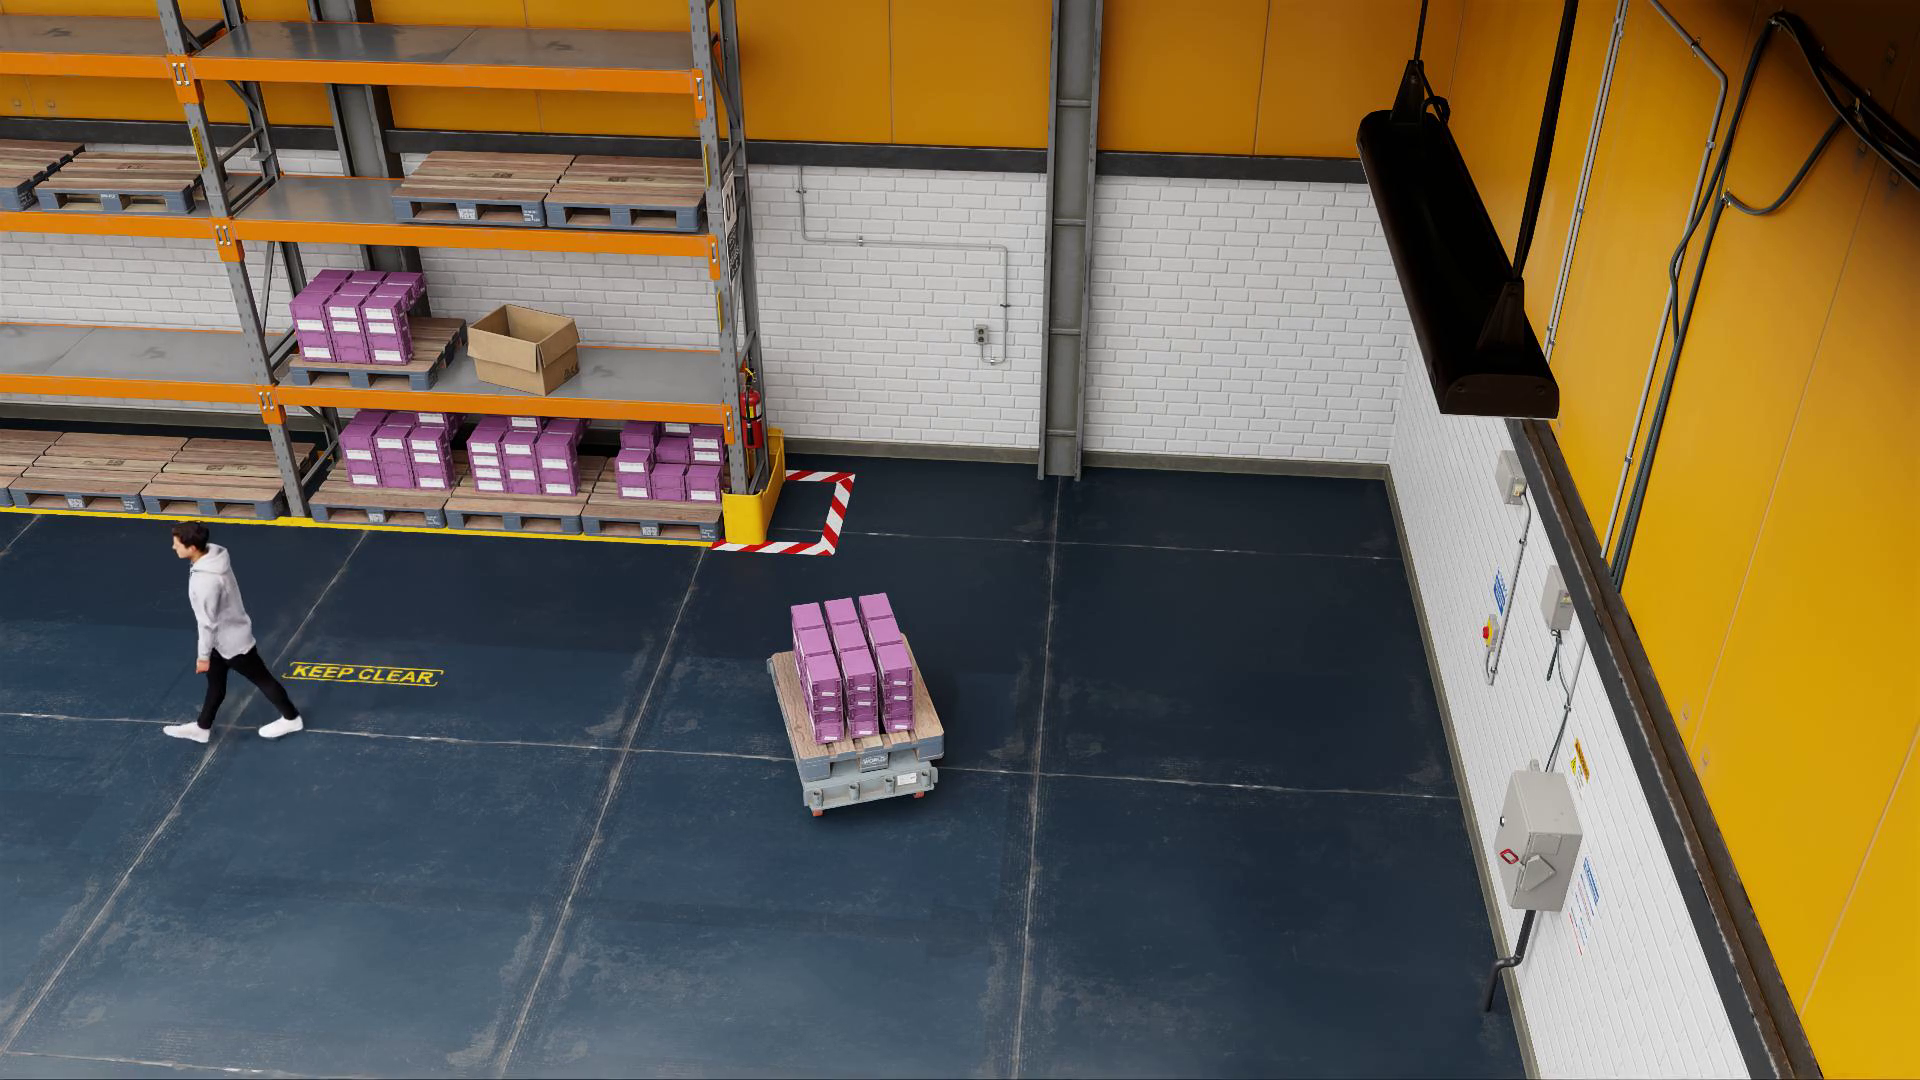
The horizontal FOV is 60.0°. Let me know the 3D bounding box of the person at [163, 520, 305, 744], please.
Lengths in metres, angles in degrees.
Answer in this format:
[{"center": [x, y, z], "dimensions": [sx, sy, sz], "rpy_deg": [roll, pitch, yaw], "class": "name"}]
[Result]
[{"center": [-5.045, 0.664, 11.726], "dimensions": [1.271, 1.885, 1.064], "rpy_deg": [-13, 36, -19], "class": "person"}]
